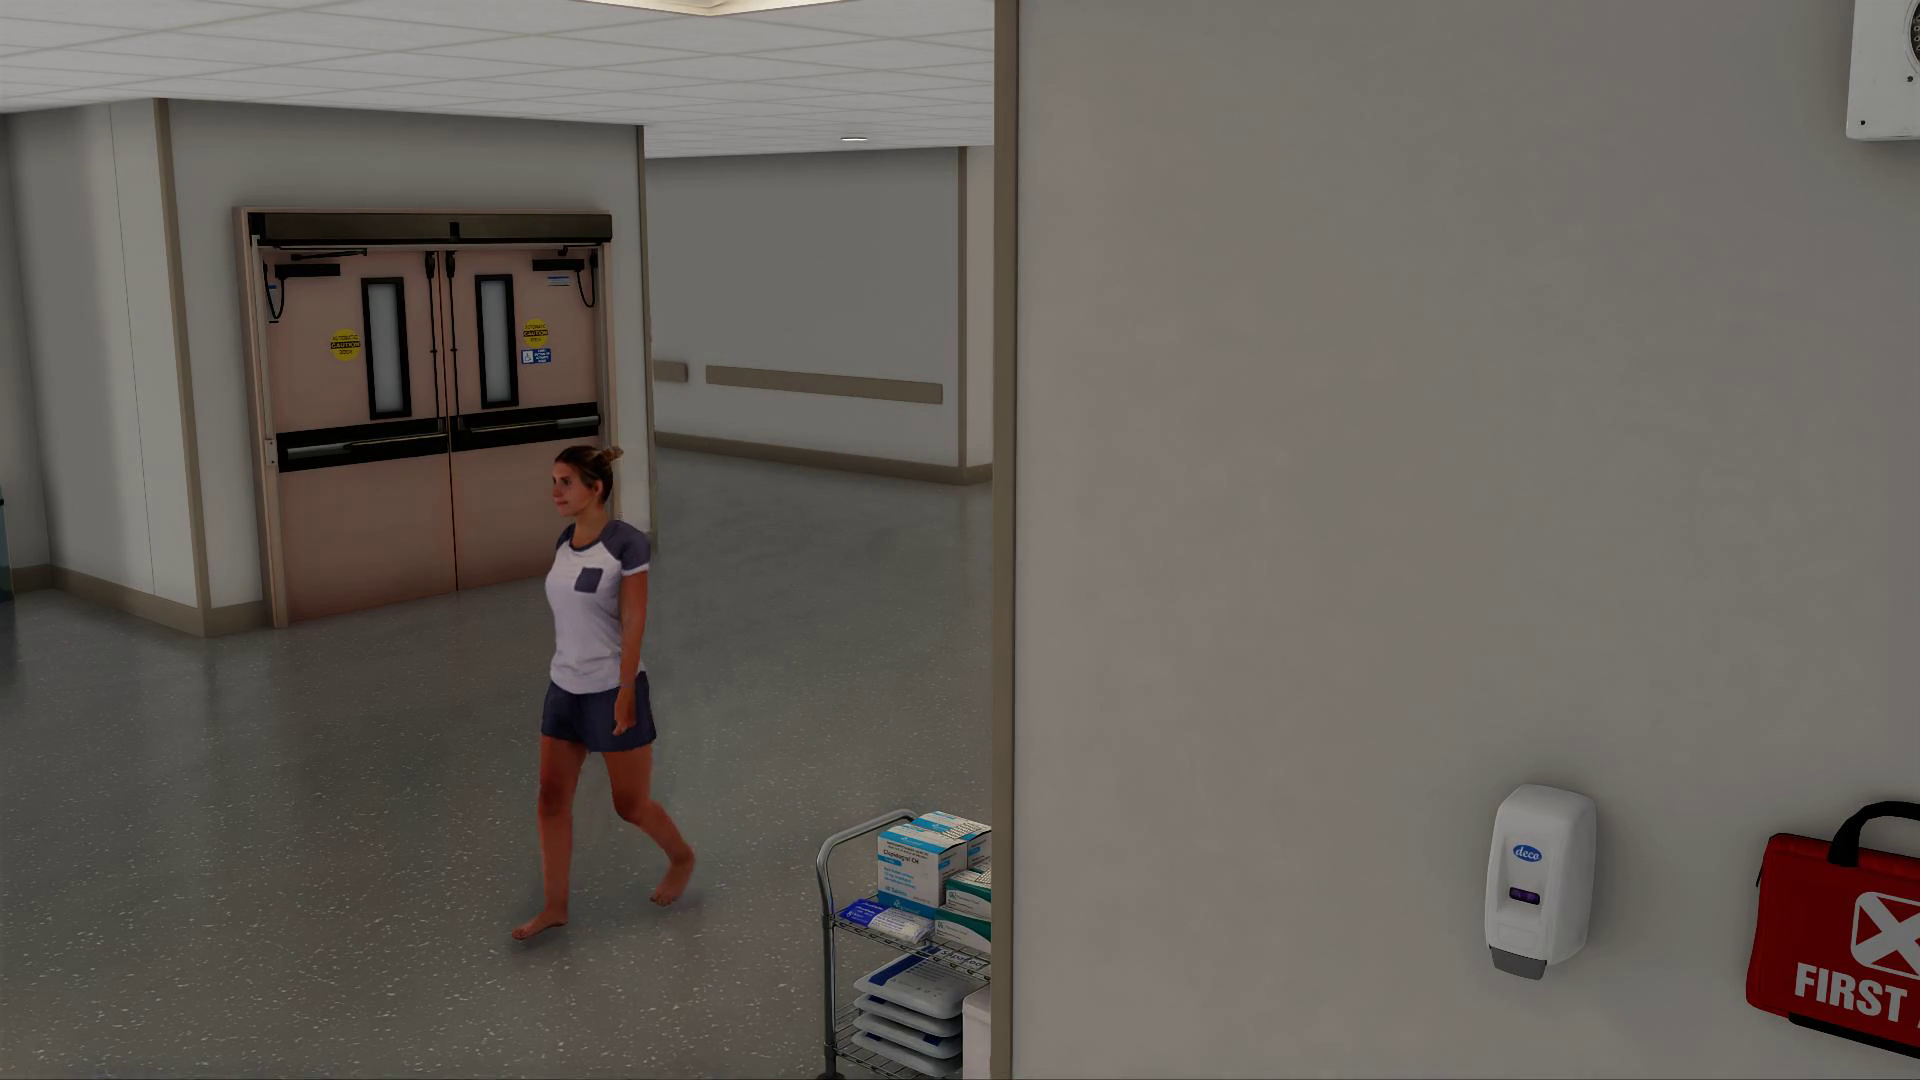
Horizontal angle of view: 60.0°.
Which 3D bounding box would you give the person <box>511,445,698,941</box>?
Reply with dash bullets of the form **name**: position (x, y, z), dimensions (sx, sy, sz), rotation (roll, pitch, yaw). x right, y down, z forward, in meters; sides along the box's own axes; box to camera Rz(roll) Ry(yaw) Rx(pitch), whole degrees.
- **person**: position (-1.139, 0.498, 5.488), dimensions (0.640, 1.603, 0.908), rotation (7, 13, 33)
